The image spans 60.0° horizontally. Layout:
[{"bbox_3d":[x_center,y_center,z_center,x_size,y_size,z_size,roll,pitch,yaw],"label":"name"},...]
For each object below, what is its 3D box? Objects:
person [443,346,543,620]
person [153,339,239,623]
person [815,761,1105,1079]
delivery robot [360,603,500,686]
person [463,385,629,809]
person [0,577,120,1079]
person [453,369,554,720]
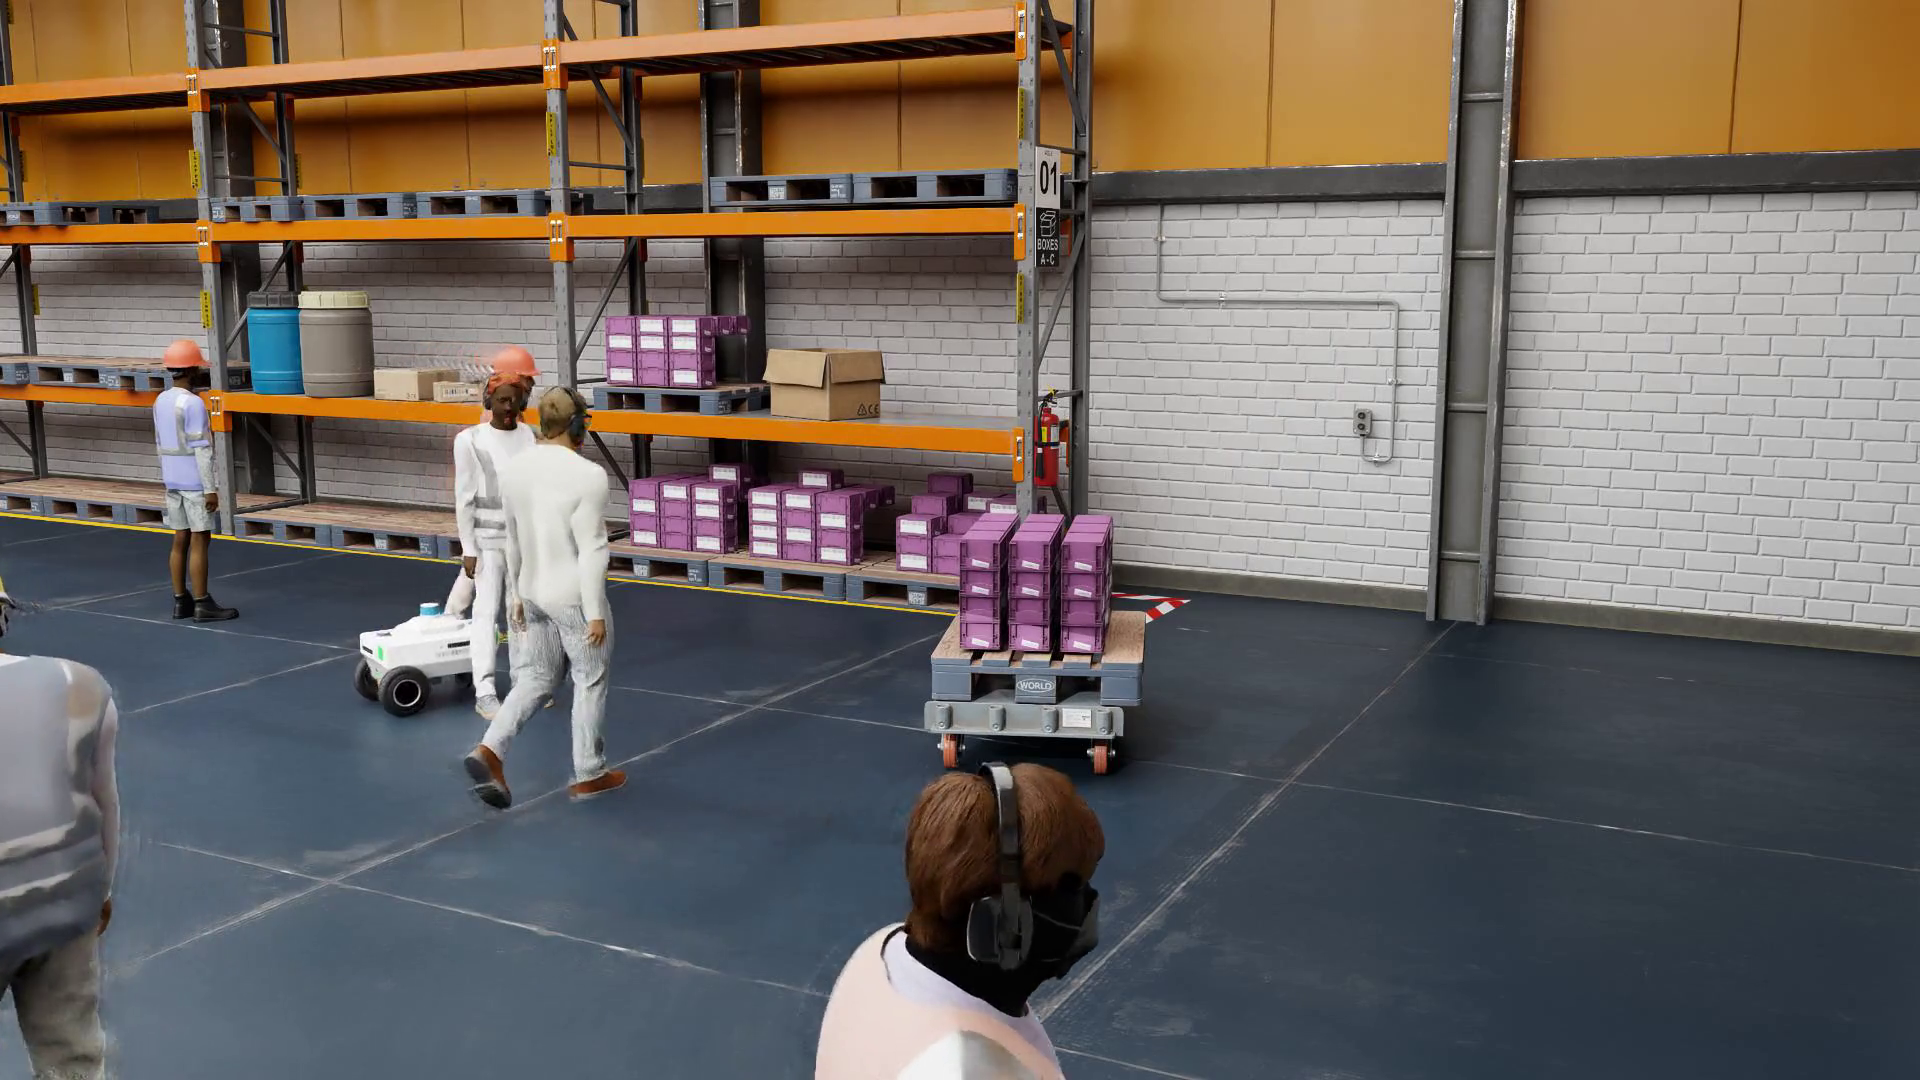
[{"bbox_3d":[-2.866,-0.245,10.488,1.029,1.945,0.597,0,9,2],"label":"person"},{"bbox_3d":[-5.270,-0.400,11.417,0.552,1.942,0.342,7,11,36],"label":"person"},{"bbox_3d":[0.143,1.169,2.141,0.811,1.814,0.644,-1,9,-8],"label":"person"},{"bbox_3d":[-2.942,0.595,9.262,0.707,0.478,0.477,-7,12,-37],"label":"delivery robot"},{"bbox_3d":[-1.832,0.275,7.376,0.627,1.918,0.767,6,11,33],"label":"person"},{"bbox_3d":[-2.286,0.883,3.922,0.621,1.808,0.616,7,12,38],"label":"person"},{"bbox_3d":[-2.460,0.014,9.042,0.356,1.883,0.575,8,12,40],"label":"person"}]
